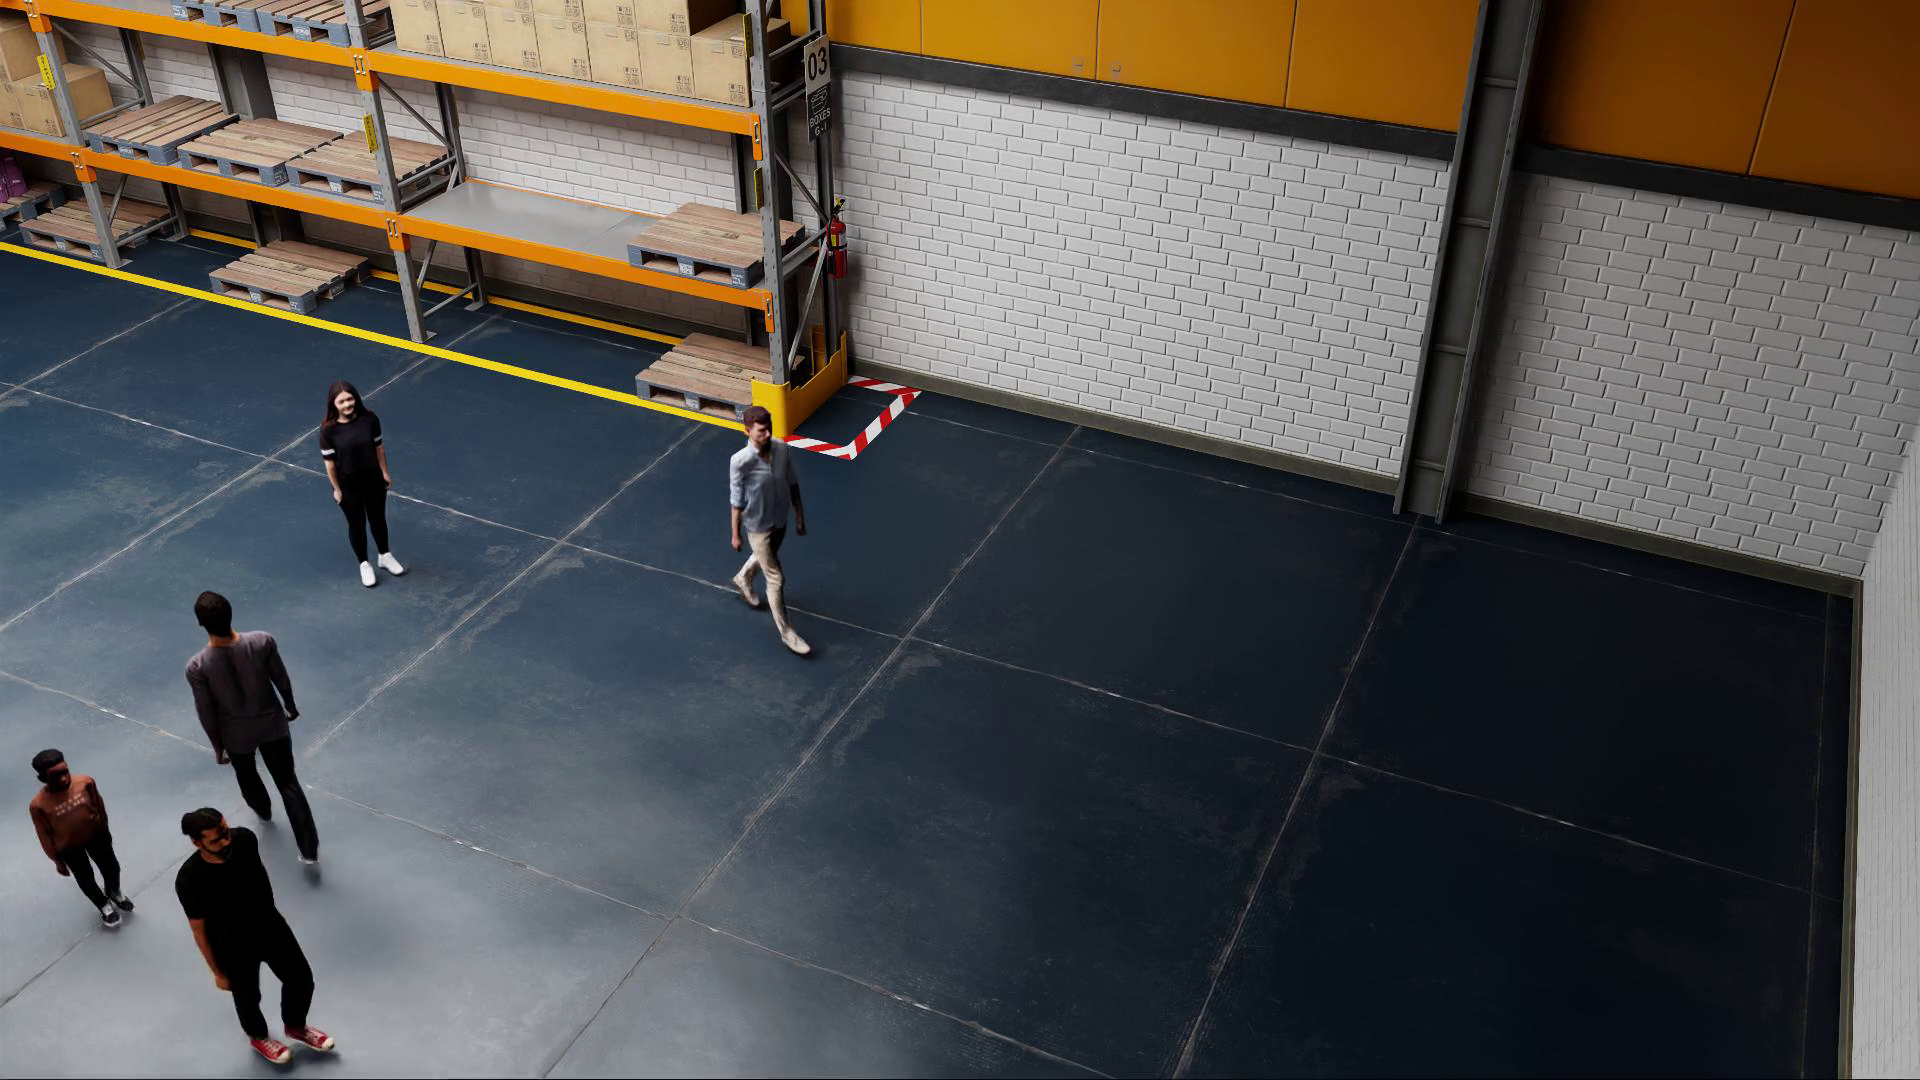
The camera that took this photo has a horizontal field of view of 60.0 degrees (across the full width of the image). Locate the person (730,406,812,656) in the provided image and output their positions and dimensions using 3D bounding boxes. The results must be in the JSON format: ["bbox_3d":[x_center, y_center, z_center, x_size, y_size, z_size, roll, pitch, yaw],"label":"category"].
[{"bbox_3d":[-1.406,-0.154,11.593,0.969,1.817,1.293,-28,43,-36],"label":"person"}]

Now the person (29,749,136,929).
[{"bbox_3d":[-5.001,1.654,9.388,0.585,1.247,0.590,-28,43,-35],"label":"person"}]

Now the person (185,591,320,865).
[{"bbox_3d":[-4.077,1.126,9.670,1.089,1.816,1.279,-20,38,-27],"label":"person"}]

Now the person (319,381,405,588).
[{"bbox_3d":[-4.398,-0.441,12.187,0.699,1.639,0.719,-24,41,-32],"label":"person"}]

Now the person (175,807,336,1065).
[{"bbox_3d":[-3.688,1.985,8.443,0.667,1.743,0.658,16,37,22],"label":"person"}]
